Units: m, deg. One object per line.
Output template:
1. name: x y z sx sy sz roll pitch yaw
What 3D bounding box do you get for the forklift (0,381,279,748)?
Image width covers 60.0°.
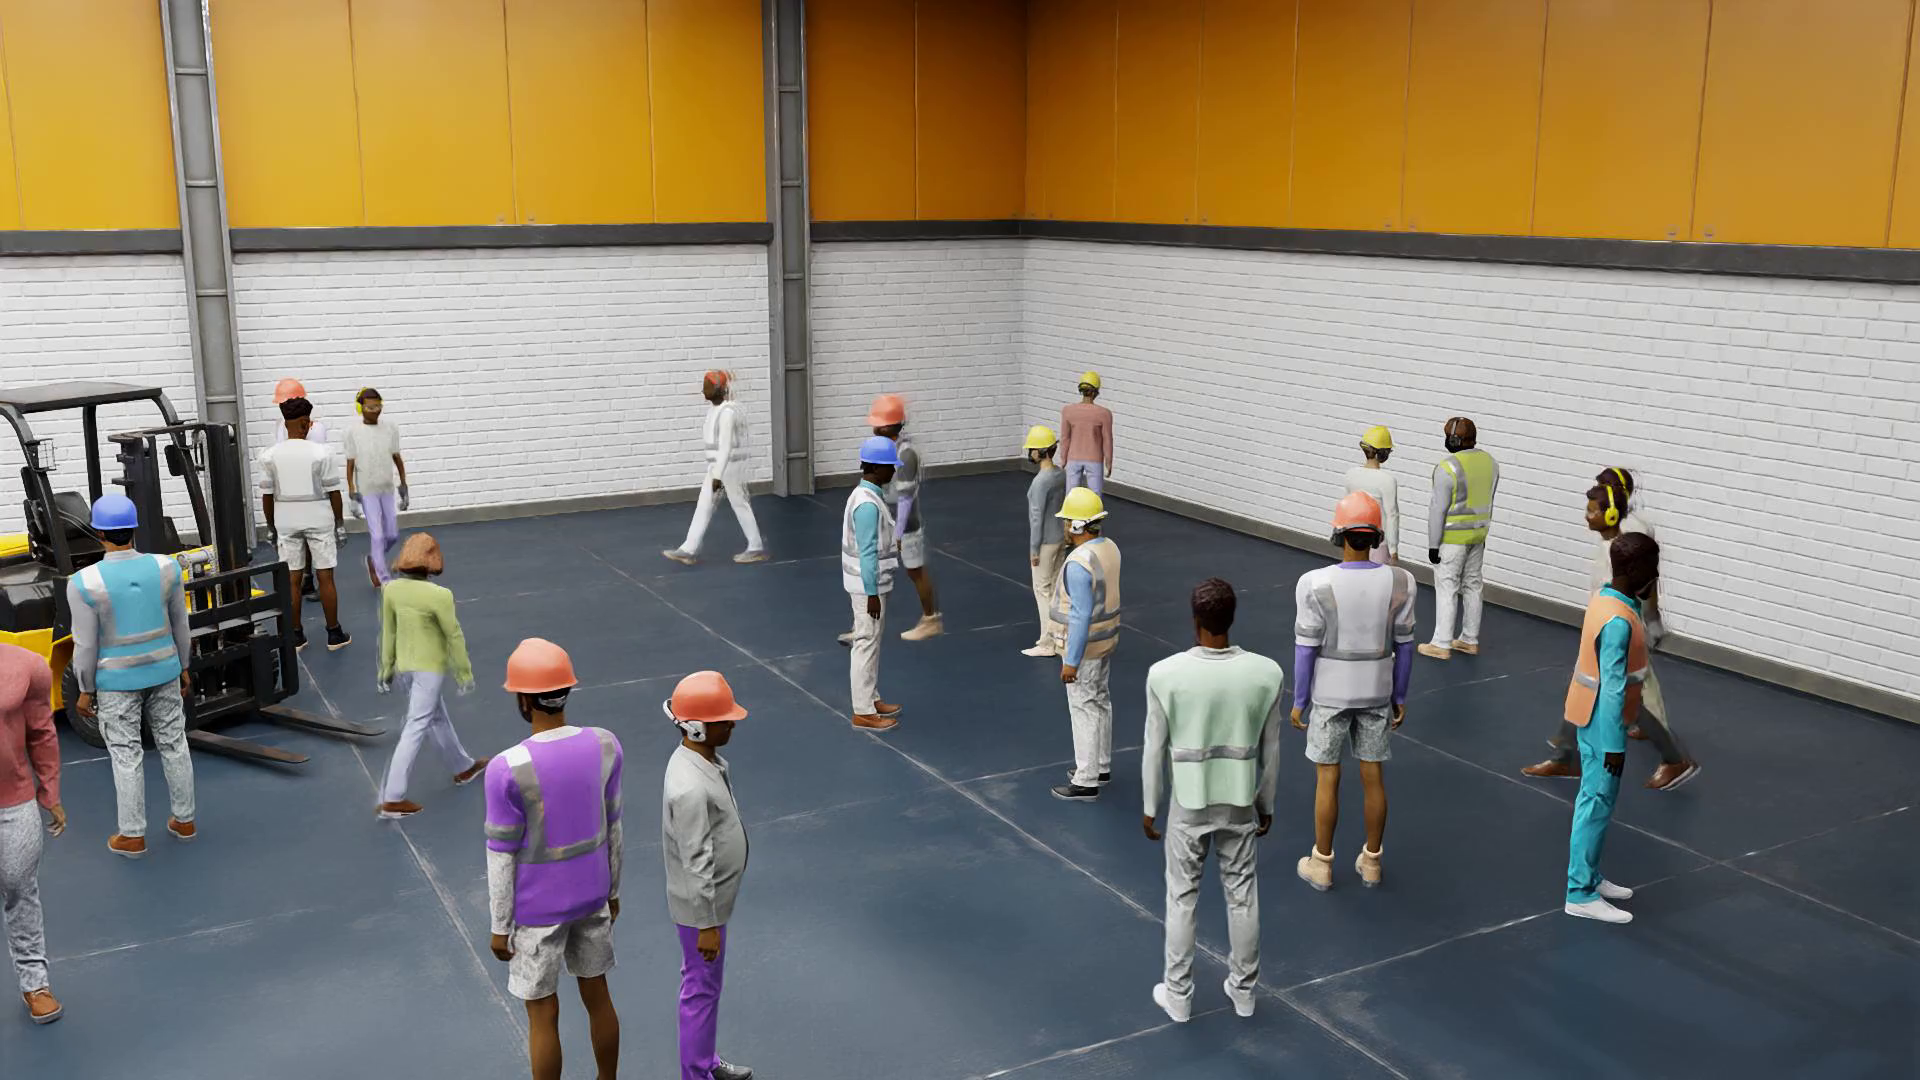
1. forklift: -5.853 0.085 11.199 2.313 2.155 1.214 7 14 28

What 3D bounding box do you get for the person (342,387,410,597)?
1. person: -5.059 -0.417 14.401 0.536 1.842 0.760 -10 16 -40

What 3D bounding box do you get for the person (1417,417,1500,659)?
1. person: 3.744 -0.014 12.526 0.624 1.837 0.429 -7 14 -30

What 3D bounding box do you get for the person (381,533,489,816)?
1. person: -3.059 0.744 9.565 0.526 1.574 0.907 7 14 28

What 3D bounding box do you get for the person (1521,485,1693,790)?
1. person: 3.892 0.577 9.783 0.914 1.828 0.513 2 12 7

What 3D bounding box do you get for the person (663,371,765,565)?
1. person: -2.277 -0.660 15.548 0.972 1.828 0.603 -6 13 -25

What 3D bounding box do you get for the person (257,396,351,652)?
1. person: -4.995 -0.115 12.697 0.600 1.958 0.379 -1 12 -6

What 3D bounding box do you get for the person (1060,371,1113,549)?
1. person: 1.240 -0.766 16.238 0.532 1.755 0.341 4 13 20

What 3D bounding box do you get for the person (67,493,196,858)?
1. person: -4.378 0.716 8.823 0.389 1.949 0.603 10 16 40

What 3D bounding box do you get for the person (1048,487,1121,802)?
1. person: 0.715 0.601 9.637 0.403 1.830 0.600 5 13 23

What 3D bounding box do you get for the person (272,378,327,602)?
1. person: -5.647 -0.425 14.228 0.553 1.930 0.389 7 14 29

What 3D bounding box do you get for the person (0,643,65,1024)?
1. person: -4.083 1.121 6.948 0.627 1.940 0.371 -9 15 -36

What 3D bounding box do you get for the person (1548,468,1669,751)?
1. person: 4.159 0.442 10.480 0.837 1.807 0.562 0 12 -1

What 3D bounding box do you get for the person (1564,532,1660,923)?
1. person: 3.142 0.894 8.085 0.397 1.911 0.587 4 13 19

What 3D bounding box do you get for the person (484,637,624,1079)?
1. person: -1.492 1.304 6.117 0.388 1.930 0.544 12 17 44

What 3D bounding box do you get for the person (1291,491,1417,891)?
1. person: 1.958 0.765 8.373 0.607 2.044 0.374 -1 12 -5

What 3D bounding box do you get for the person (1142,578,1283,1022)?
1. person: 1.066 1.112 7.084 0.591 1.906 0.405 -1 12 -6

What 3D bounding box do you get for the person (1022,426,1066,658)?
1. person: 0.634 0.011 12.588 0.339 1.761 0.531 6 13 24

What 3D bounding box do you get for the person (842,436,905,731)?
1. person: -0.566 0.281 10.893 0.415 1.939 0.604 0 12 -1

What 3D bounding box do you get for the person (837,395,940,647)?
1. person: -0.530 -0.132 12.704 0.970 1.983 0.633 -8 14 -34

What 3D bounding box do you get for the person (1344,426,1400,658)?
1. person: 3.100 0.018 12.525 0.310 1.769 0.522 -8 14 -33

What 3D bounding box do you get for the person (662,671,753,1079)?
1. person: -0.955 1.344 6.339 0.329 1.752 0.563 -2 12 -8
